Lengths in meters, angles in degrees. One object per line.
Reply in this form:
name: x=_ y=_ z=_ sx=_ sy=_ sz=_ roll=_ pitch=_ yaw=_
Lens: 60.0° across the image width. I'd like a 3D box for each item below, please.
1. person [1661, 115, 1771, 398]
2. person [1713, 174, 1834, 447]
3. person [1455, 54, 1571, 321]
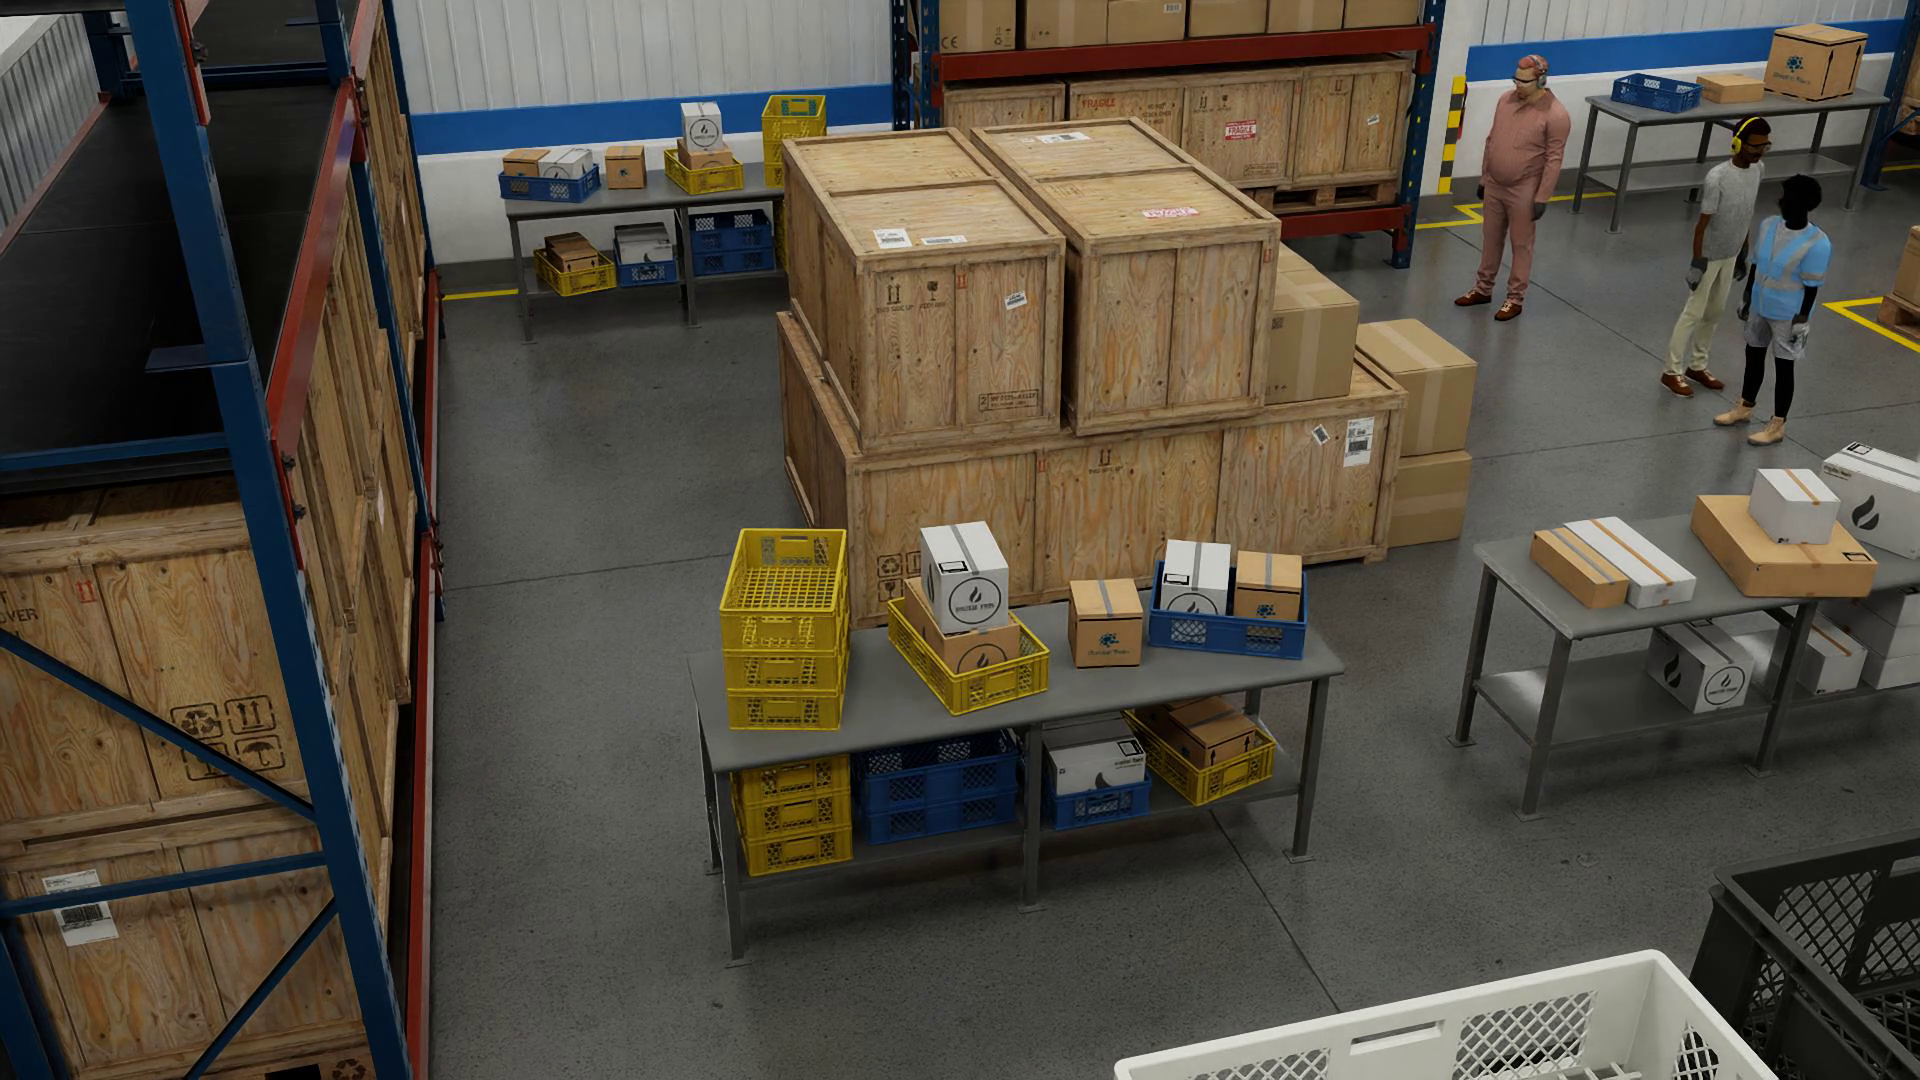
person: x=4.928 y=-1.832 z=10.790 sx=0.518 sy=1.856 sz=0.329 roll=-15 pitch=32 yaw=-25
person: x=5.010 y=-1.407 z=10.186 sx=0.323 sy=1.691 sz=0.536 roll=-9 pitch=30 yaw=-16
person: x=3.999 y=-2.548 z=12.038 sx=0.406 sy=1.902 sz=0.636 roll=-17 pitch=33 yaw=-28
